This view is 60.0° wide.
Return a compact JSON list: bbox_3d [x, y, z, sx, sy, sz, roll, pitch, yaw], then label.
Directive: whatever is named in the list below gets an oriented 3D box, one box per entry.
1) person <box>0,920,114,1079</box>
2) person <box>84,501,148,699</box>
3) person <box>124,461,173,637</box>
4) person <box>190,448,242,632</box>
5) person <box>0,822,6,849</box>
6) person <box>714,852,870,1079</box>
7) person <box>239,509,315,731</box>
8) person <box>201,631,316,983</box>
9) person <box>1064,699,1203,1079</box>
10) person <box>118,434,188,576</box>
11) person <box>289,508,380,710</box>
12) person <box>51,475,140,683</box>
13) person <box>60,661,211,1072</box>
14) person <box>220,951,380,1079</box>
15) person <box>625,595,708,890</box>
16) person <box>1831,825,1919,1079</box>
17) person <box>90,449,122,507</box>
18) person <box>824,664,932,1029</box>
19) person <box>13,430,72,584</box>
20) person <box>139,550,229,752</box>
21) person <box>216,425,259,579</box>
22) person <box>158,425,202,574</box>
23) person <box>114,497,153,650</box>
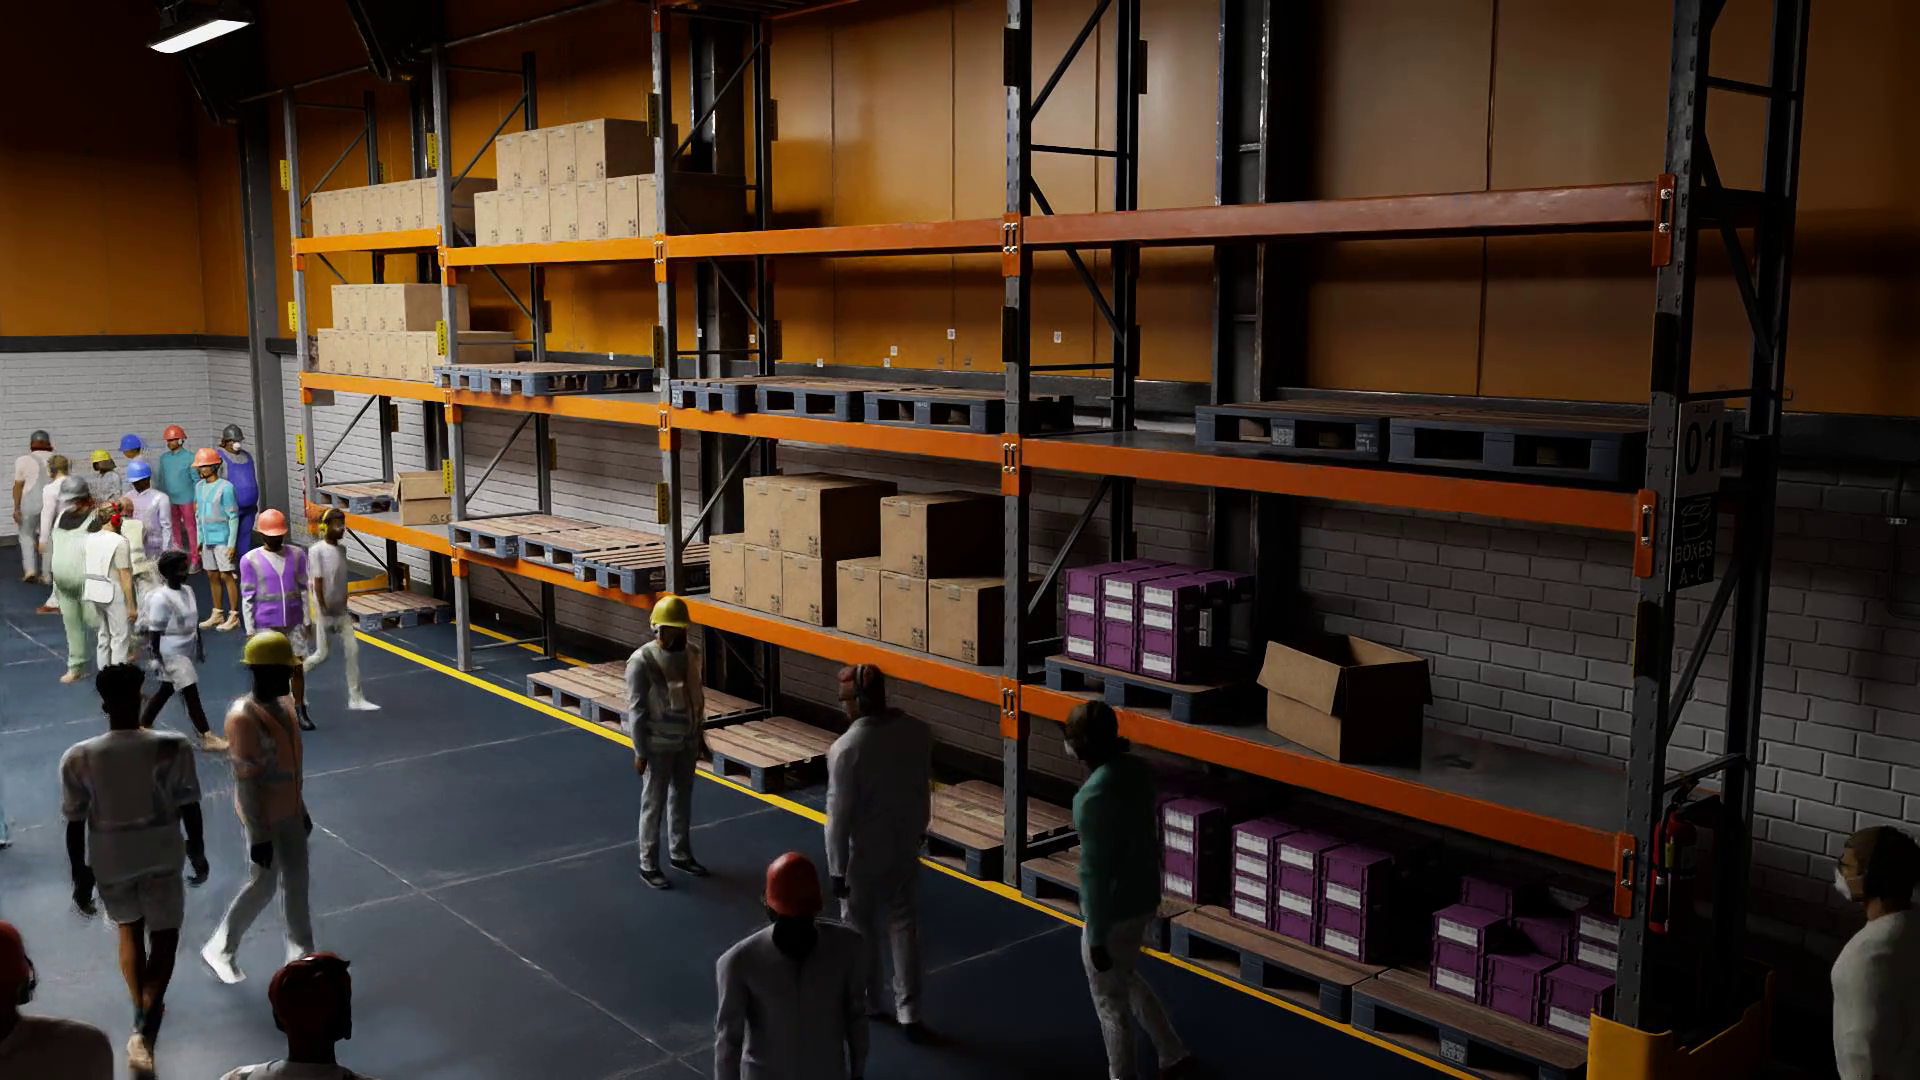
[{"bbox_3d":[-2.666,2.002,4.652,0.610,1.986,0.411,-4,9,-26],"label":"person"},{"bbox_3d":[-7.717,0.567,15.126,0.560,1.836,0.394,5,10,32],"label":"person"},{"bbox_3d":[-8.781,0.106,17.959,0.602,1.939,0.397,2,8,14],"label":"person"},{"bbox_3d":[-8.228,-0.001,18.342,0.614,2.041,0.393,5,9,29],"label":"person"},{"bbox_3d":[-6.799,1.154,10.926,0.938,1.858,0.662,-1,8,-9],"label":"person"},{"bbox_3d":[-0.567,1.966,5.886,0.592,1.686,0.763,-3,9,-19],"label":"person"},{"bbox_3d":[-5.732,0.686,13.996,0.554,1.923,0.391,-7,11,-41],"label":"person"},{"bbox_3d":[-3.711,1.434,8.914,0.585,1.936,0.621,1,8,5],"label":"person"},{"bbox_3d":[0.730,1.646,7.365,0.562,1.912,0.652,4,9,28],"label":"person"},{"bbox_3d":[-10.725,-0.467,22.037,0.684,1.907,0.636,-4,9,-26],"label":"person"},{"bbox_3d":[-5.631,0.617,14.781,0.826,1.845,0.495,3,9,19],"label":"person"},{"bbox_3d":[-8.390,0.336,16.010,0.692,2.000,0.704,2,8,15],"label":"person"},{"bbox_3d":[-3.972,1.545,7.998,0.603,1.936,0.890,-2,8,-13],"label":"person"},{"bbox_3d":[-1.749,2.055,4.607,0.574,1.883,0.355,2,8,11],"label":"person"},{"bbox_3d":[-1.810,1.246,10.415,0.404,1.827,0.599,6,10,35],"label":"person"},{"bbox_3d":[3.089,1.896,5.564,0.632,1.920,0.474,-8,11,-44],"label":"person"},{"bbox_3d":[-11.095,-0.321,21.653,0.492,1.733,0.324,4,9,27],"label":"person"},{"bbox_3d":[-0.388,1.525,8.304,0.753,1.881,0.591,-7,11,-41],"label":"person"},{"bbox_3d":[-11.856,-0.449,21.465,0.737,2.000,0.569,-8,11,-43],"label":"person"},{"bbox_3d":[-6.352,0.900,13.443,0.892,1.657,0.537,0,8,2],"label":"person"},{"bbox_3d":[-9.489,-0.506,21.866,0.536,2.000,0.688,4,9,25],"label":"person"},{"bbox_3d":[-10.438,-0.538,22.241,0.620,1.994,0.381,2,8,12],"label":"person"},{"bbox_3d":[-8.714,0.352,17.423,0.878,1.591,0.533,5,10,30],"label":"person"}]
